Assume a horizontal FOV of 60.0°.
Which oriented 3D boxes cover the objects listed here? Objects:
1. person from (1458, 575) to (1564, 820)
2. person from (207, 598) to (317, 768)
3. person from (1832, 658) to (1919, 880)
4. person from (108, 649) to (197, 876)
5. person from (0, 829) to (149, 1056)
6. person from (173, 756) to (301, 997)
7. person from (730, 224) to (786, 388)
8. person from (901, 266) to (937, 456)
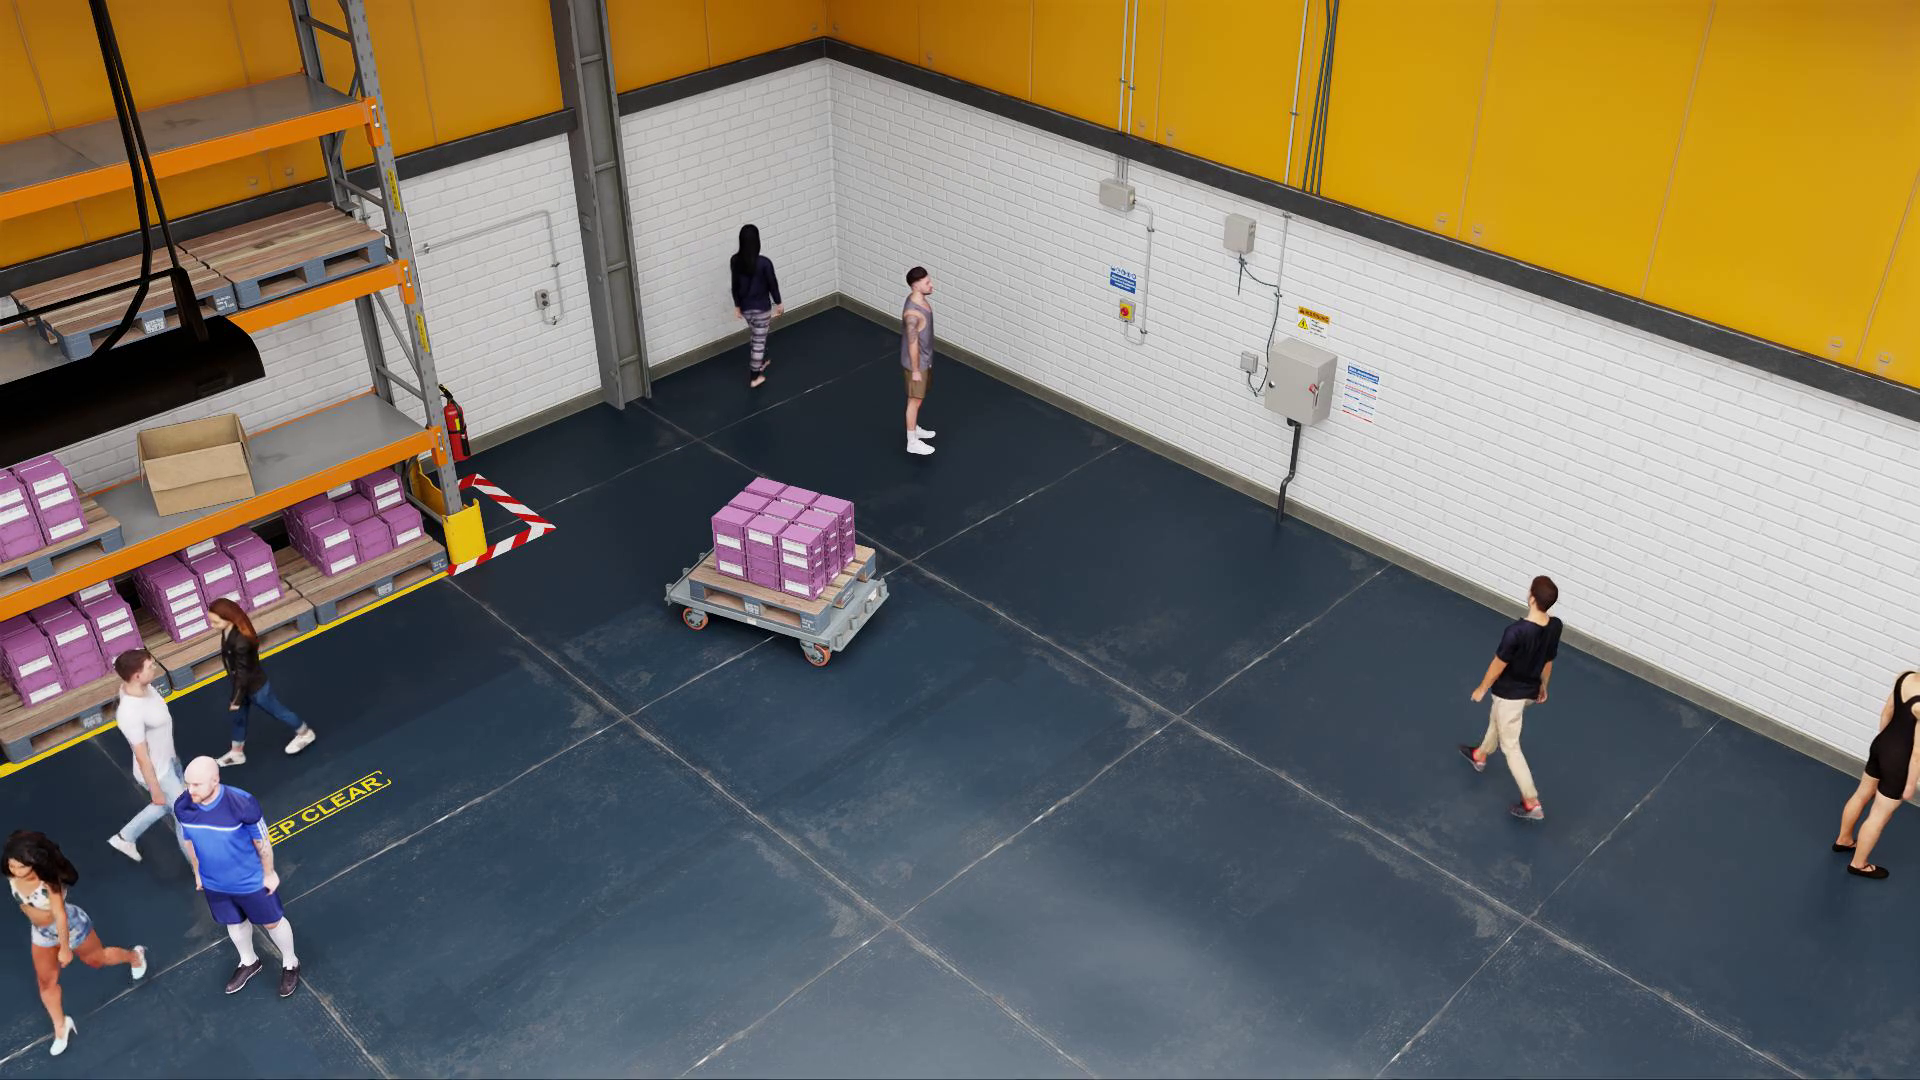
[{"bbox_3d":[3.906,1.118,11.501,1.172,1.816,0.923,-18,38,-25],"label":"person"},{"bbox_3d":[-5.051,1.002,12.010,0.926,1.446,0.551,-26,41,-33],"label":"person"},{"bbox_3d":[6.175,1.444,11.011,0.765,1.815,0.686,2,34,3],"label":"person"},{"bbox_3d":[-5.340,1.512,10.895,1.119,1.831,0.966,-8,34,-11],"label":"person"},{"bbox_3d":[-5.294,2.302,9.940,0.878,1.572,1.078,8,34,12],"label":"person"},{"bbox_3d":[-4.396,2.029,10.108,0.749,1.841,0.789,2,34,4],"label":"person"},{"bbox_3d":[-2.096,-2.330,16.777,0.754,1.719,0.864,15,36,21],"label":"person"},{"bbox_3d":[-0.391,-1.696,15.443,0.781,1.844,0.699,1,34,2],"label":"person"}]
